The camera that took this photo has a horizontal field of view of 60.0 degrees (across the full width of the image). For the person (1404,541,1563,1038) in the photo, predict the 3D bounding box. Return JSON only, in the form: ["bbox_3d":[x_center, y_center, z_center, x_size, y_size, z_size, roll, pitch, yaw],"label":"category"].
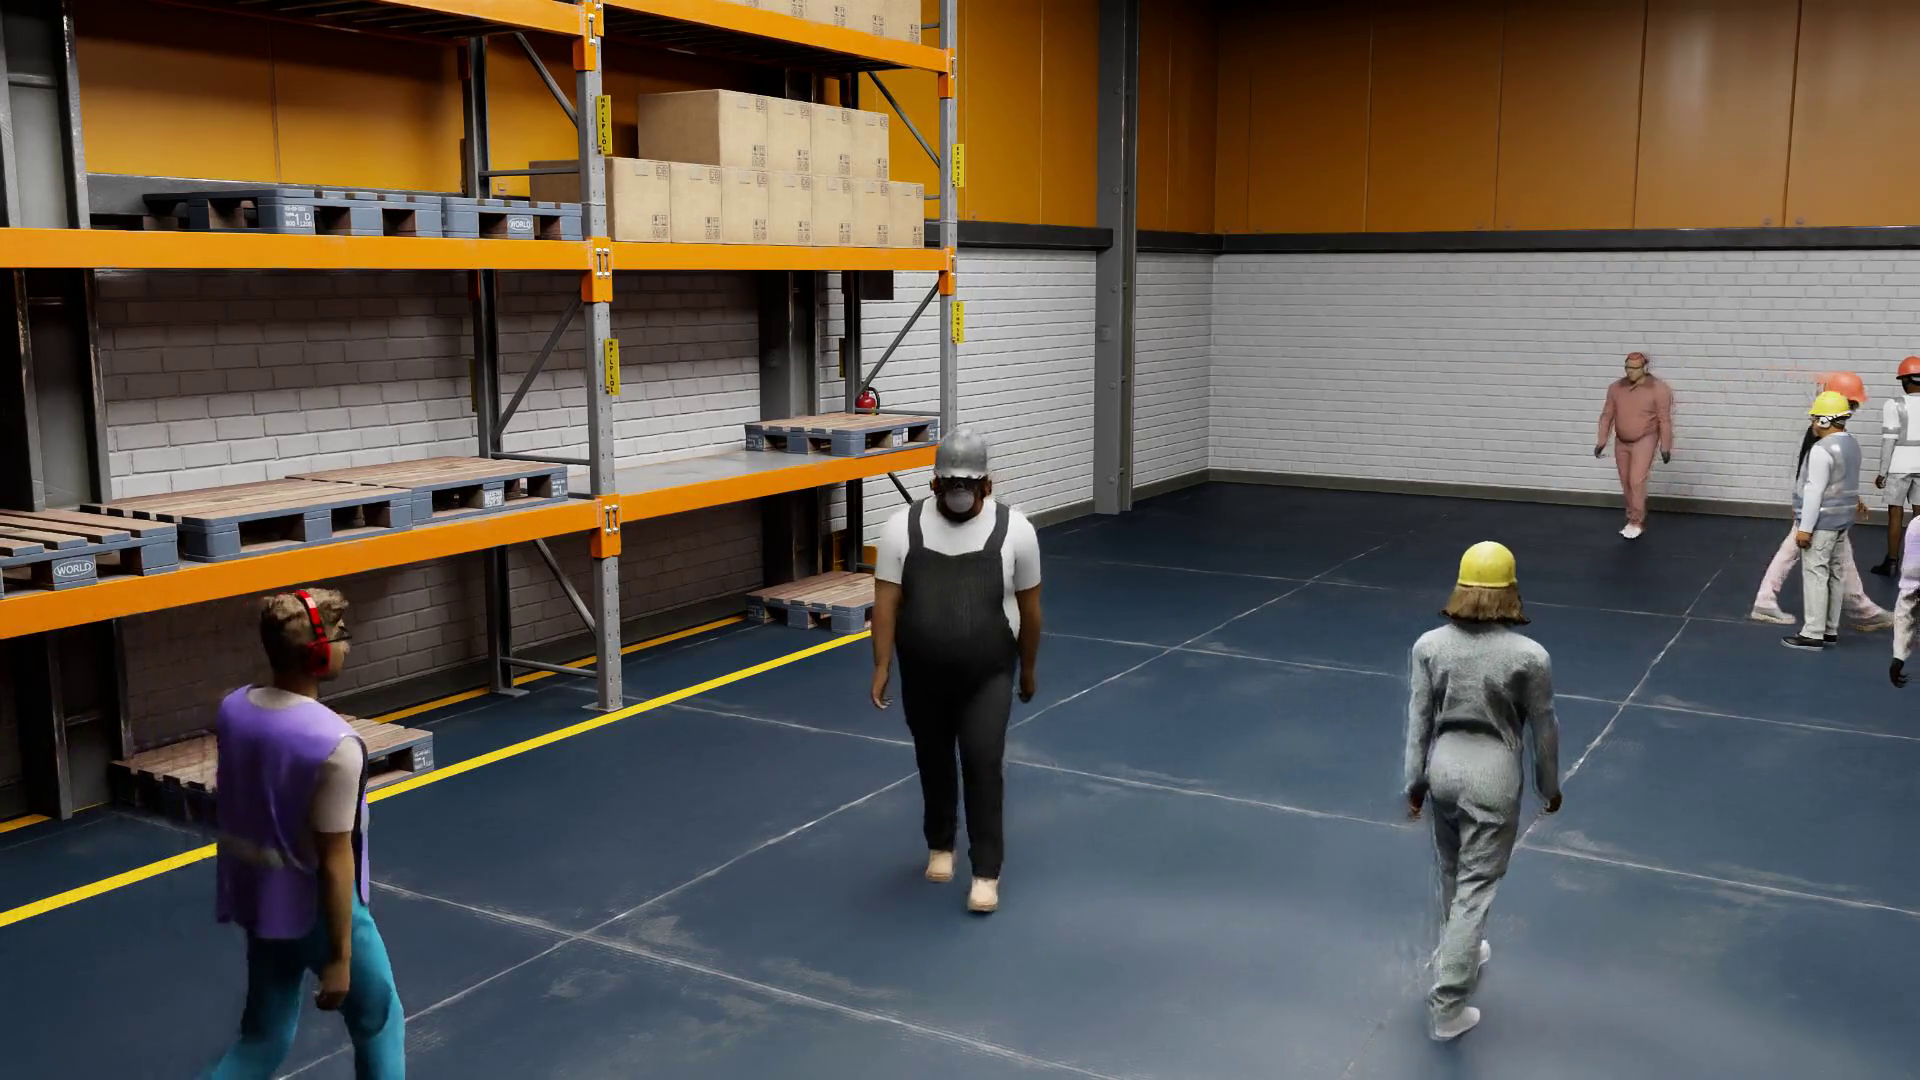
[{"bbox_3d":[1.887,0.855,5.933,0.489,1.710,0.813,8,12,43],"label":"person"}]

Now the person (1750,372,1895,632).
[{"bbox_3d":[6.467,-0.283,12.341,1.058,1.919,0.608,5,10,29],"label":"person"}]

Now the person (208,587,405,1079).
[{"bbox_3d":[-1.831,1.029,4.521,0.574,1.813,0.868,6,11,31],"label":"person"}]

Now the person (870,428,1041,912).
[{"bbox_3d":[-0.038,0.518,6.989,0.695,2.000,0.839,2,9,10],"label":"person"}]

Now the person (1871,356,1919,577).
[{"bbox_3d":[8.262,-0.632,14.505,0.543,1.933,0.364,0,9,-1],"label":"person"}]

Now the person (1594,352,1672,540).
[{"bbox_3d":[6.726,-0.947,16.681,0.741,1.871,0.653,-6,11,-35],"label":"person"}]

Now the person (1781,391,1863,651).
[{"bbox_3d":[6.096,-0.134,11.746,0.595,1.828,0.403,-7,12,-39],"label":"person"}]

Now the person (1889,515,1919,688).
[{"bbox_3d":[4.558,0.494,7.532,0.598,1.908,0.421,7,11,36],"label":"person"}]
